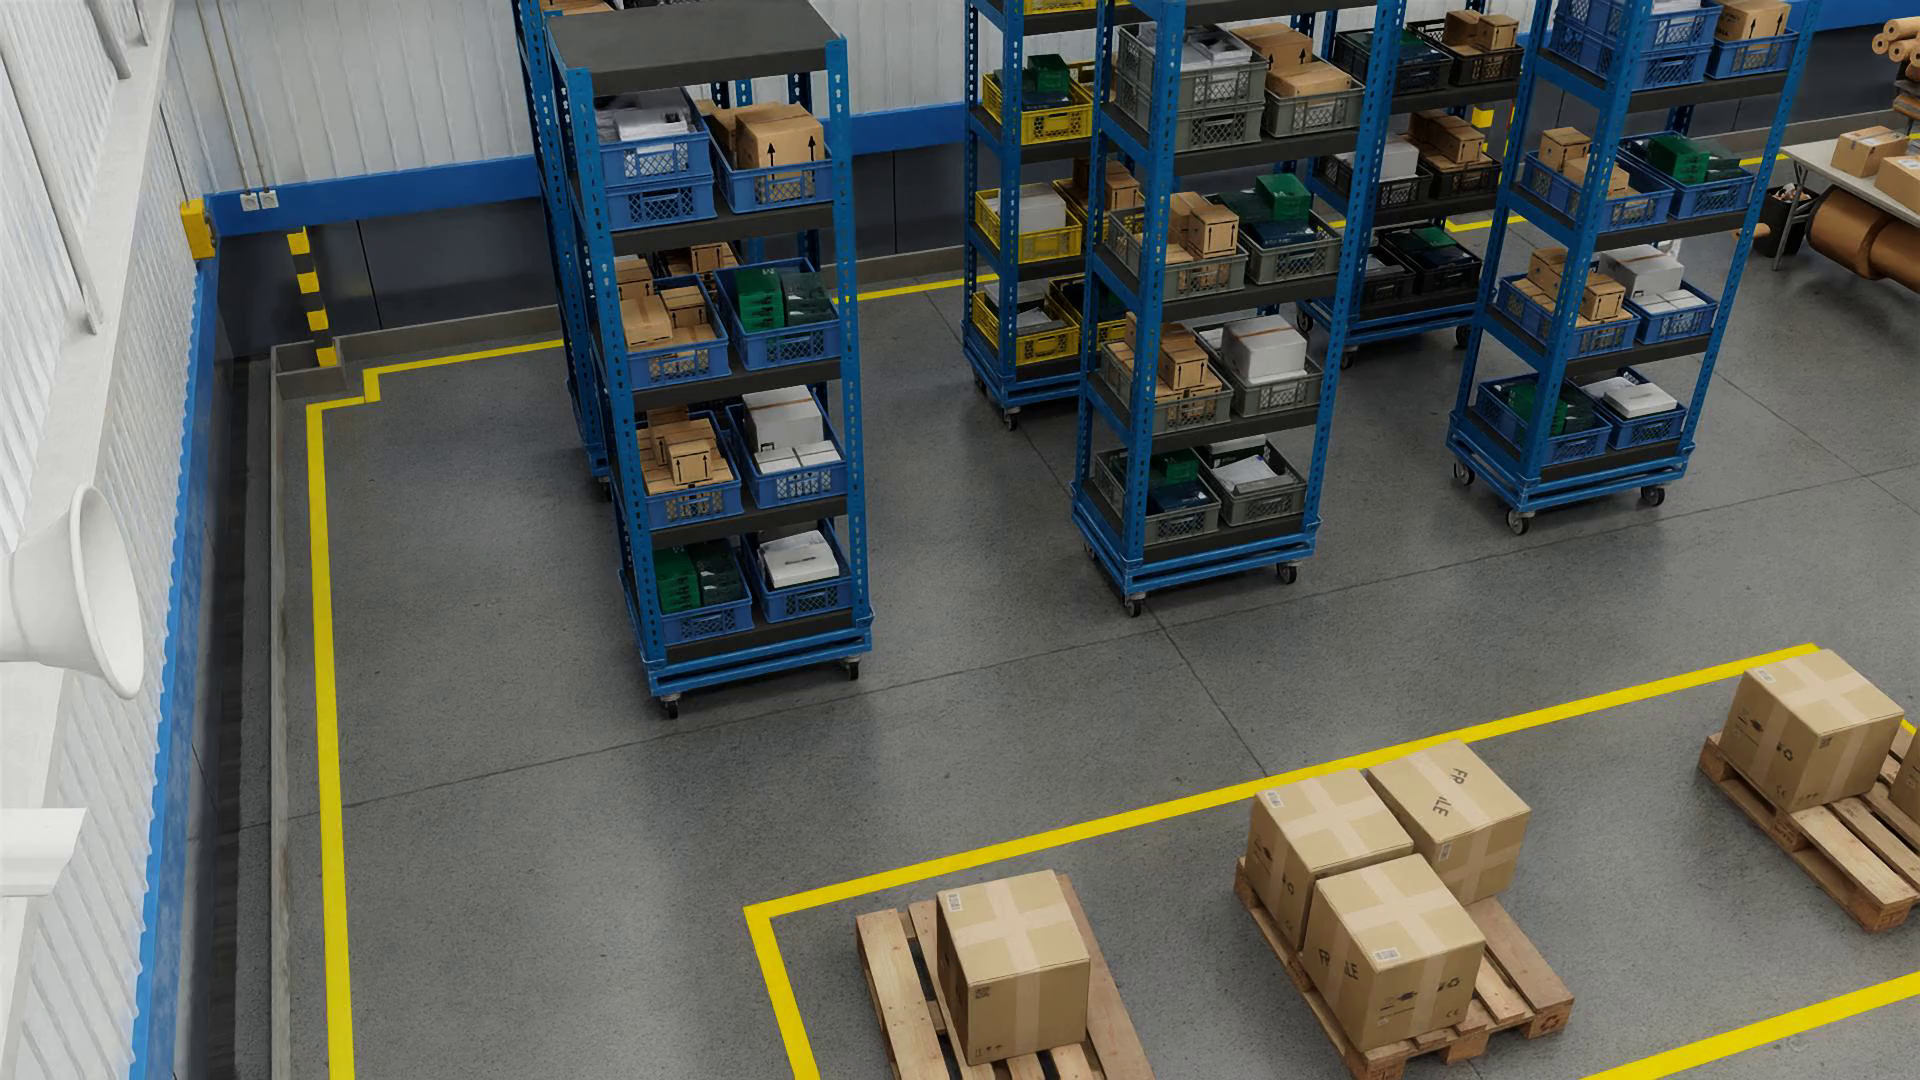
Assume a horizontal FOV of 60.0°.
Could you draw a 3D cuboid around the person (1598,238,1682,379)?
[{"bbox_3d":[4.543,-1.787,11.190,0.574,1.882,0.361,-4,35,-6],"label":"person"}]
